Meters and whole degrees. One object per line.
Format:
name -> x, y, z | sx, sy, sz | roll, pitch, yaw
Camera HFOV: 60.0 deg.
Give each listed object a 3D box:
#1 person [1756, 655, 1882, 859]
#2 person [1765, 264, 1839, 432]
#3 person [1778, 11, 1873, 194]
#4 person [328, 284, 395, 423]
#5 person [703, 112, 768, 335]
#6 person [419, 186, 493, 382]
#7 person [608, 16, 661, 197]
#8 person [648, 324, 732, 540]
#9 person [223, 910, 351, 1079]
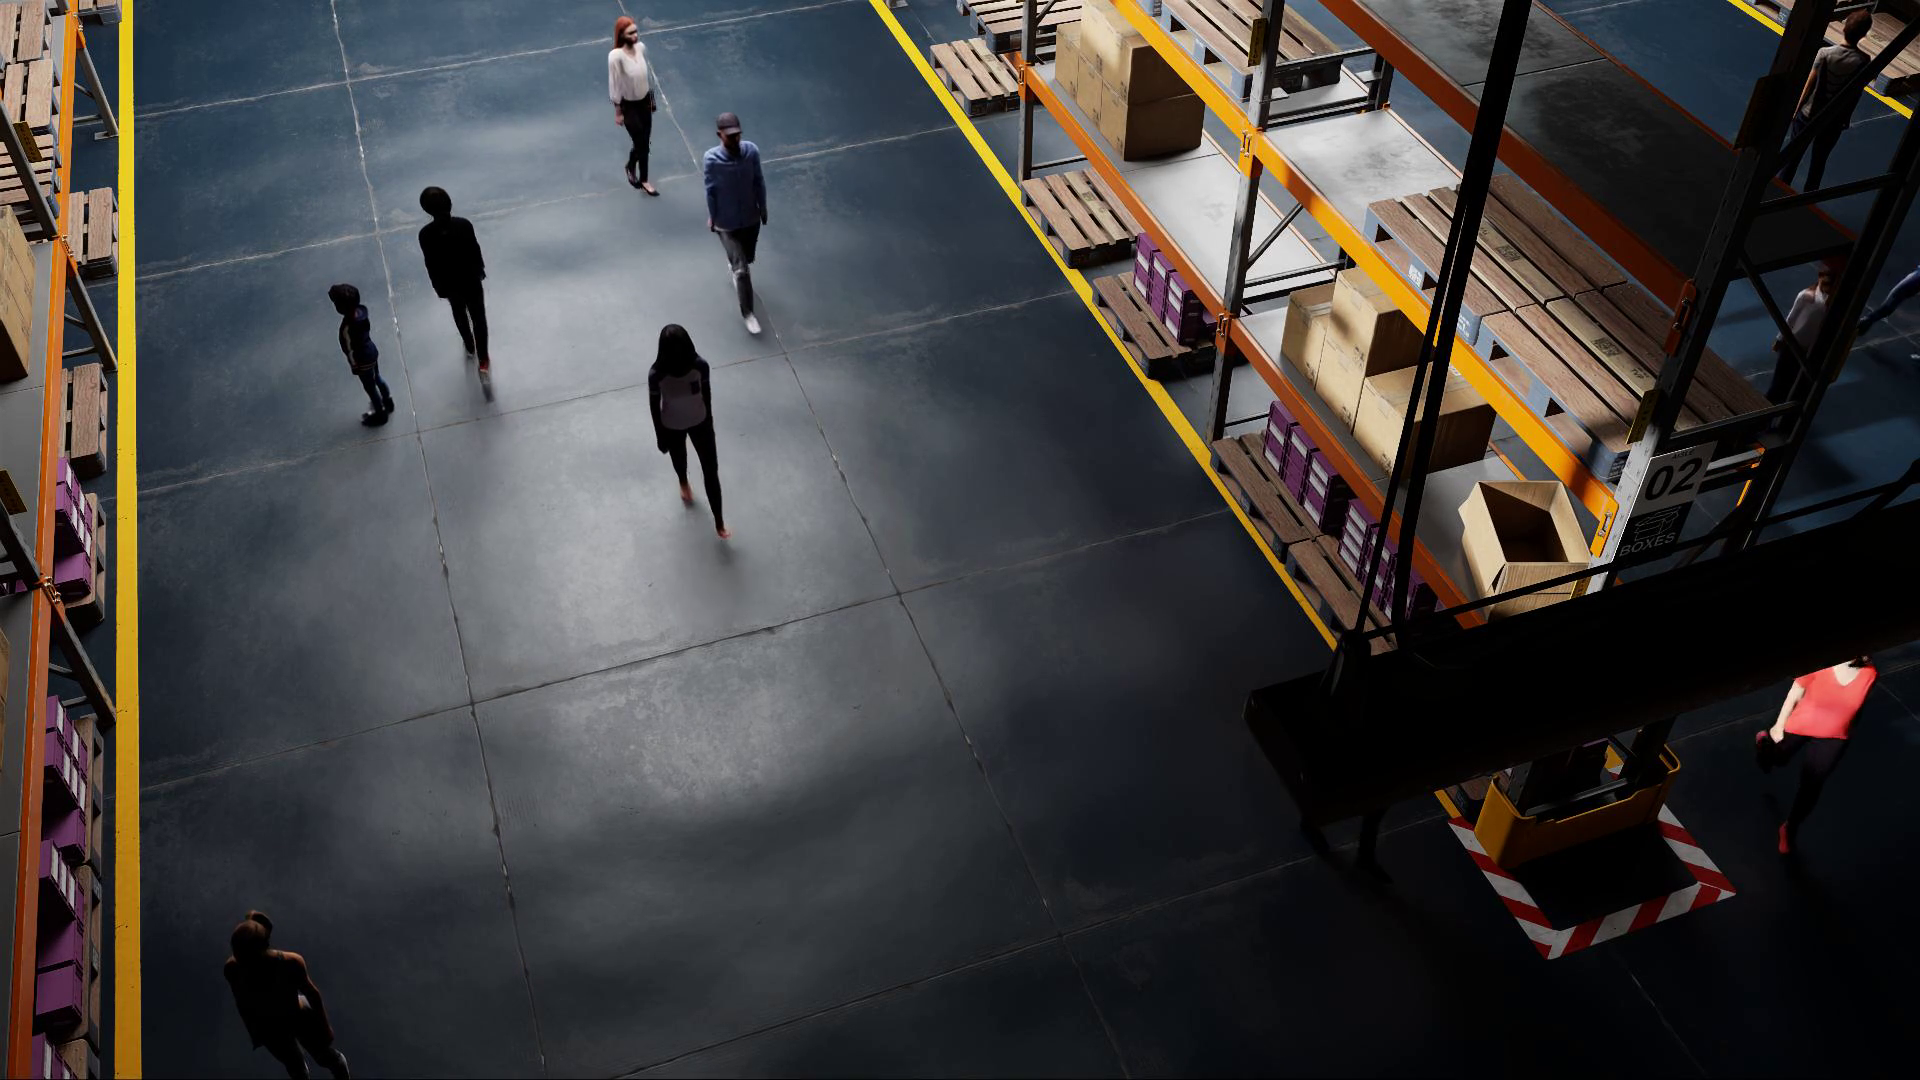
person -> 5.042, 1.064, 9.895 | 0.994, 1.669, 1.141 | 8, 44, 8
person -> 6.452, -1.530, 12.720 | 0.802, 1.528, 0.930 | 4, 44, 4
person -> 7.701, -3.810, 14.849 | 0.728, 1.893, 0.766 | 14, 45, 15
person -> -4.623, -1.452, 12.862 | 0.639, 1.220, 0.520 | 2, 44, 2
person -> -1.858, -2.705, 13.707 | 0.753, 1.867, 1.158 | -20, 47, -20
person -> -3.937, -2.014, 13.144 | 0.625, 1.645, 1.061 | -12, 45, -12
person -> -3.004, -3.930, 15.078 | 0.804, 1.752, 0.755 | 25, 49, 24
person -> -1.991, -0.874, 11.936 | 0.630, 1.660, 1.058 | -14, 45, -14
person -> -3.390, 2.441, 8.422 | 0.612, 1.707, 0.606 | -3, 44, -4
